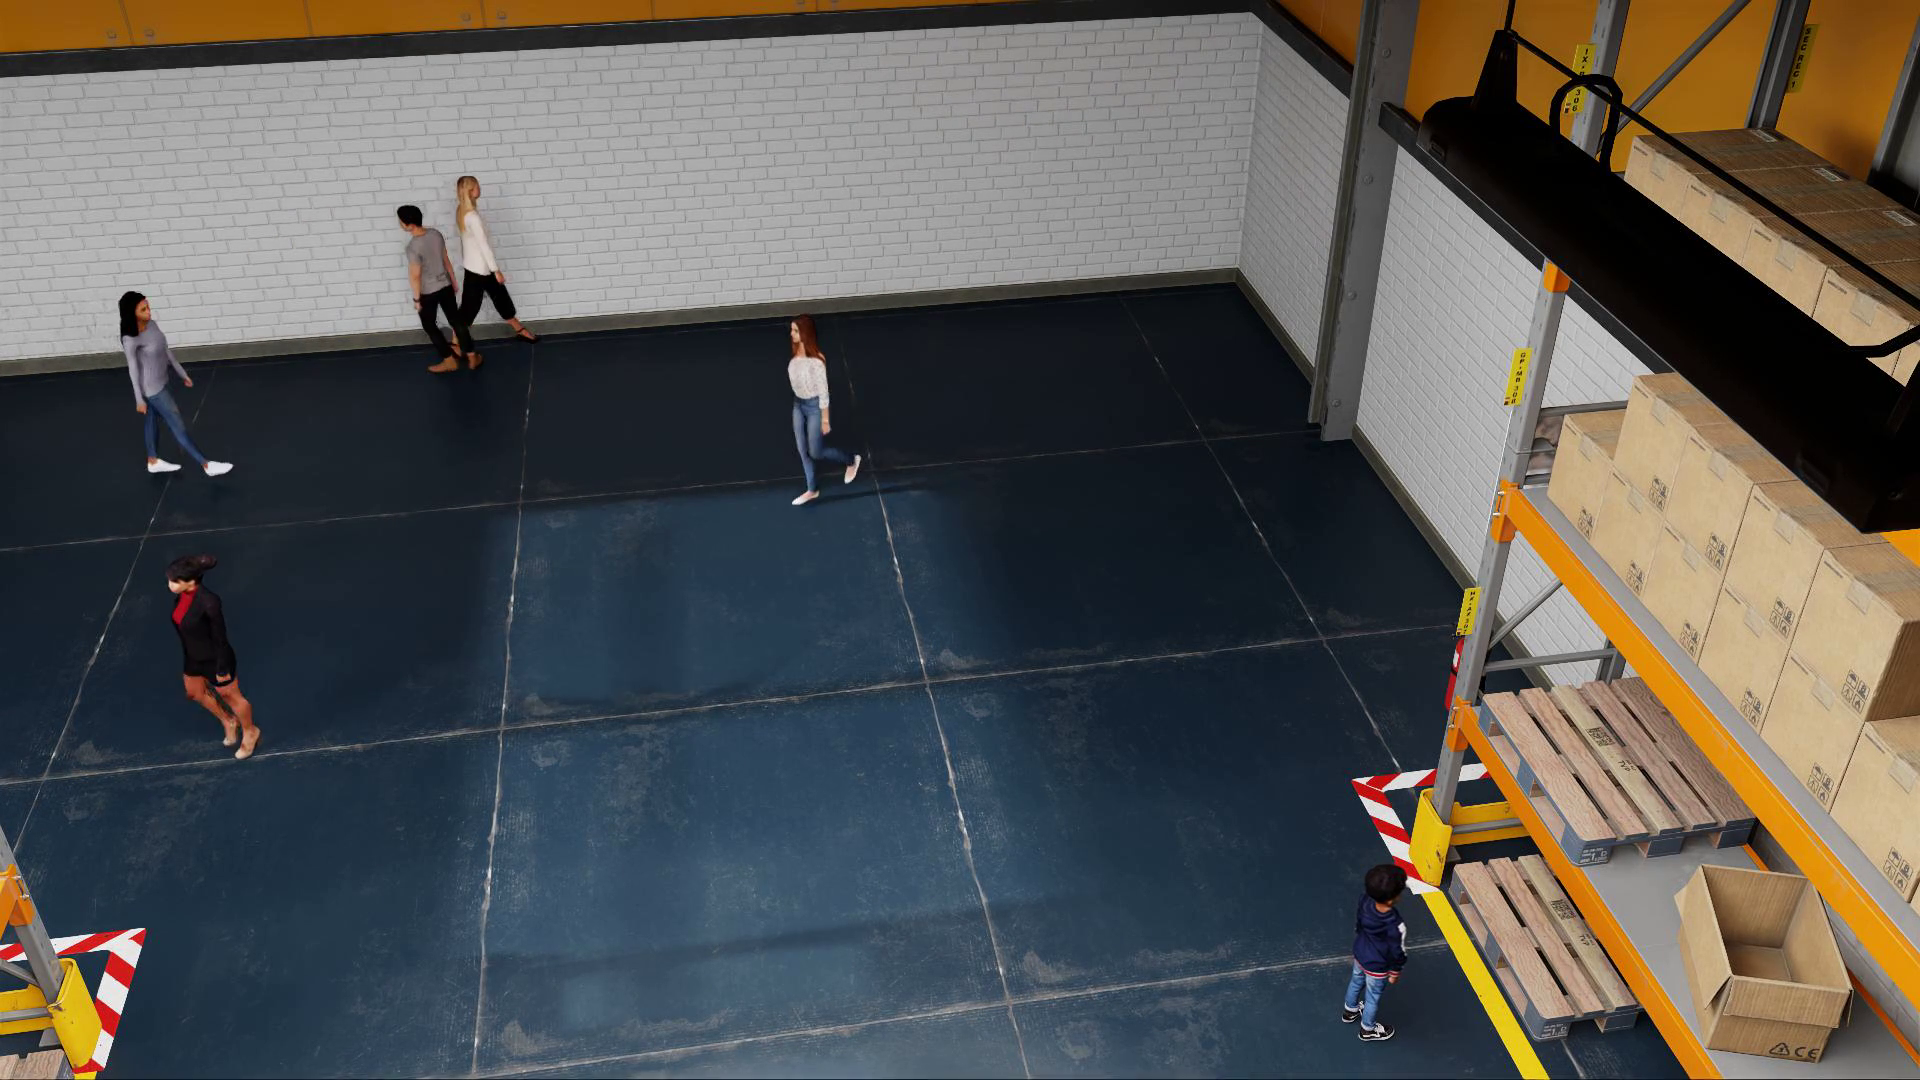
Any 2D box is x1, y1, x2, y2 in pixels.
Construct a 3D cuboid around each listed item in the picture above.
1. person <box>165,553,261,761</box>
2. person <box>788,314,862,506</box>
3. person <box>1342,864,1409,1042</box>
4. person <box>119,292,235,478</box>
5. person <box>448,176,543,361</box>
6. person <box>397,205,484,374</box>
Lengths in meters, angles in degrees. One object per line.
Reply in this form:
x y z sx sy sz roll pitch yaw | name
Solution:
-4.855 0.753 10.950 0.720 1.629 0.784 23 40 31 | person
-1.149 -1.087 13.642 0.873 1.714 0.914 -21 39 -29 | person
2.266 2.240 9.083 0.617 1.221 0.485 -13 36 -19 | person
-6.832 -1.274 13.931 0.810 1.706 1.012 -1 34 -1 | person
-4.617 -2.498 15.679 0.932 1.808 1.184 -16 37 -22 | person
-4.875 -2.341 15.558 0.888 1.682 0.809 22 40 30 | person
